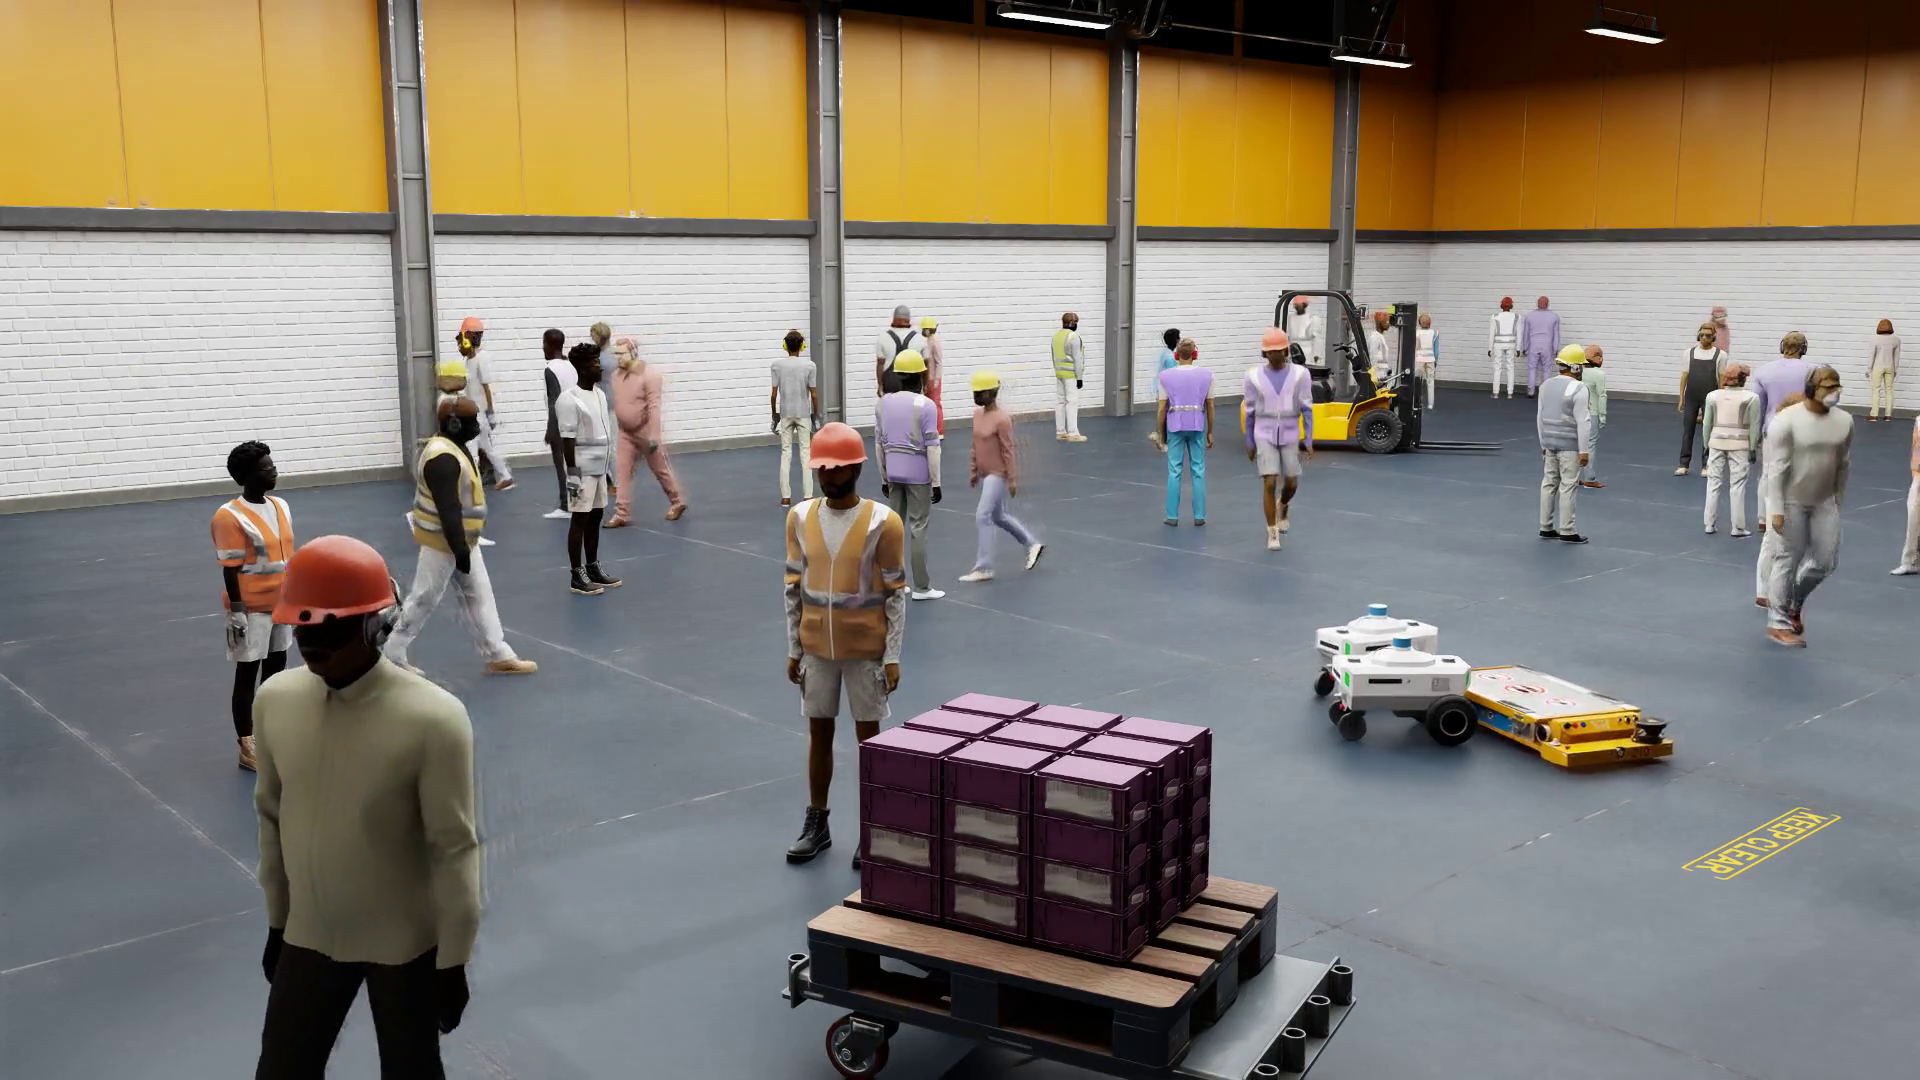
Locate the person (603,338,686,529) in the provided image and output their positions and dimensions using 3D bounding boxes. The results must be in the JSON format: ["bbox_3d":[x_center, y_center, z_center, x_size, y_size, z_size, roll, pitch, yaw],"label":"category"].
[{"bbox_3d":[-3.112,-1.066,16.357,0.661,1.862,0.974,6,11,32],"label":"person"}]

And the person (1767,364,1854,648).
[{"bbox_3d":[5.700,-0.231,11.226,0.629,1.926,0.447,-1,10,-8],"label":"person"}]

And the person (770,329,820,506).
[{"bbox_3d":[-1.737,-1.283,17.540,0.532,1.874,0.316,1,10,4],"label":"person"}]

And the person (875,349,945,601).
[{"bbox_3d":[-0.384,-0.494,12.756,0.587,1.930,0.362,7,12,35],"label":"person"}]

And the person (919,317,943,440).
[{"bbox_3d":[-0.430,-2.295,23.783,0.327,1.767,0.533,-4,11,-23],"label":"person"}]

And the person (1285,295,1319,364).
[{"bbox_3d":[5.900,-3.266,28.722,0.618,2.030,0.578,7,12,34],"label":"person"}]

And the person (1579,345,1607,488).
[{"bbox_3d":[7.167,-1.407,18.970,0.289,1.632,0.497,-5,11,-25],"label":"person"}]

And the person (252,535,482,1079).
[{"bbox_3d":[-1.468,0.971,4.016,0.644,1.980,0.518,2,10,14],"label":"person"}]

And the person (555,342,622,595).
[{"bbox_3d":[-2.918,-0.566,13.067,0.361,1.965,0.612,3,10,15],"label":"person"}]

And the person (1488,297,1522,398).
[{"bbox_3d":[10.098,-3.561,30.845,0.587,1.882,0.341,2,10,9],"label":"person"}]

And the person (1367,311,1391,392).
[{"bbox_3d":[5.913,-2.372,23.972,0.815,1.861,0.579,3,10,16],"label":"person"}]

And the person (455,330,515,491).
[{"bbox_3d":[-5.344,-1.411,18.502,0.828,1.825,0.567,-6,11,-30],"label":"person"}]

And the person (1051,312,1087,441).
[{"bbox_3d":[1.567,-2.327,23.752,0.429,1.843,0.627,-6,11,-31],"label":"person"}]

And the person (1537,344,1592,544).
[{"bbox_3d":[5.575,-0.879,15.293,0.404,1.831,0.600,-4,10,-22],"label":"person"}]

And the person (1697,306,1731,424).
[{"bbox_3d":[11.743,-2.713,25.943,0.684,1.863,0.493,-5,11,-29],"label":"person"}]

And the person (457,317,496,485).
[{"bbox_3d":[-5.583,-1.600,19.207,0.358,1.937,0.548,-6,11,-30],"label":"person"}]

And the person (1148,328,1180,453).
[{"bbox_3d":[2.812,-1.991,22.235,0.377,1.680,0.546,-1,10,-5],"label":"person"}]

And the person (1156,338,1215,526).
[{"bbox_3d":[2.197,-1.040,16.224,0.562,1.838,0.390,0,10,0],"label":"person"}]

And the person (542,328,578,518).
[{"bbox_3d":[-4.008,-1.174,16.777,0.376,1.915,0.597,1,10,7],"label":"person"}]

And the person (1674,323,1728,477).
[{"bbox_3d":[8.860,-1.669,19.880,0.507,1.847,0.346,6,12,33],"label":"person"}]

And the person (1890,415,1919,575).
[{"bbox_3d":[8.089,-0.506,13.715,0.687,1.618,0.516,-4,10,-21],"label":"person"}]

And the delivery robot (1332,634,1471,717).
[{"bbox_3d":[2.417,0.763,9.141,0.707,0.478,0.477,0,10,1],"label":"delivery robot"}]

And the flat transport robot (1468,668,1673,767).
[{"bbox_3d":[3.186,0.939,9.218,0.652,0.197,1.431,-3,10,-17],"label":"flat transport robot"}]

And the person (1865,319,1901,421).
[{"bbox_3d":[14.764,-2.715,26.630,0.501,1.631,0.285,0,10,2],"label":"person"}]

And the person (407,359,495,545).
[{"bbox_3d":[-4.671,-0.788,15.123,0.741,1.717,0.489,-1,10,-3],"label":"person"}]

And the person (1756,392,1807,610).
[{"bbox_3d":[6.183,-0.295,12.458,0.286,1.631,0.502,8,12,38],"label":"person"}]

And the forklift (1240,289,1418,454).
[{"bbox_3d":[5.034,-2.339,22.783,2.313,2.155,1.214,3,10,16],"label":"forklift"}]

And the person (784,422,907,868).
[{"bbox_3d":[-0.505,0.456,7.167,0.547,1.938,0.377,3,10,17],"label":"person"}]

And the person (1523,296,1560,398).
[{"bbox_3d":[10.794,-3.579,30.893,0.651,1.904,0.403,4,10,20],"label":"person"}]

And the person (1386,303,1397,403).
[{"bbox_3d":[6.711,-2.676,25.558,0.568,1.912,0.642,0,10,2],"label":"person"}]

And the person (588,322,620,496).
[{"bbox_3d":[-3.879,-1.435,18.282,0.468,1.920,0.660,-3,10,-15],"label":"person"}]

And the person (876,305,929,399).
[{"bbox_3d":[-0.761,-2.091,21.784,0.696,2.000,0.842,-1,10,-6],"label":"person"}]

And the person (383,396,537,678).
[{"bbox_3d":[-3.196,-0.001,10.300,0.970,1.793,0.634,-1,10,-5],"label":"person"}]

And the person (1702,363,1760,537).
[{"bbox_3d":[7.259,-0.848,15.690,0.315,1.636,0.514,-9,13,-43],"label":"person"}]

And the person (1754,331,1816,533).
[{"bbox_3d":[7.822,-1.005,15.736,0.628,1.935,0.373,9,13,43],"label":"person"}]

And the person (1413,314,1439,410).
[{"bbox_3d":[7.955,-3.044,28.529,0.512,1.642,0.312,-1,10,-4],"label":"person"}]

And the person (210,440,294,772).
[{"bbox_3d":[-3.603,0.335,8.584,0.318,1.696,0.535,2,10,12],"label":"person"}]

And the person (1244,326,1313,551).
[{"bbox_3d":[2.870,-0.930,15.064,0.632,2.015,0.674,1,10,6],"label":"person"}]

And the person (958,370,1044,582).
[{"bbox_3d":[0.346,-0.542,13.647,0.805,1.728,0.536,-5,11,-25],"label":"person"}]

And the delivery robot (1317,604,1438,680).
[{"bbox_3d":[2.492,0.627,9.940,0.707,0.478,0.477,-4,11,-24],"label":"delivery robot"}]
